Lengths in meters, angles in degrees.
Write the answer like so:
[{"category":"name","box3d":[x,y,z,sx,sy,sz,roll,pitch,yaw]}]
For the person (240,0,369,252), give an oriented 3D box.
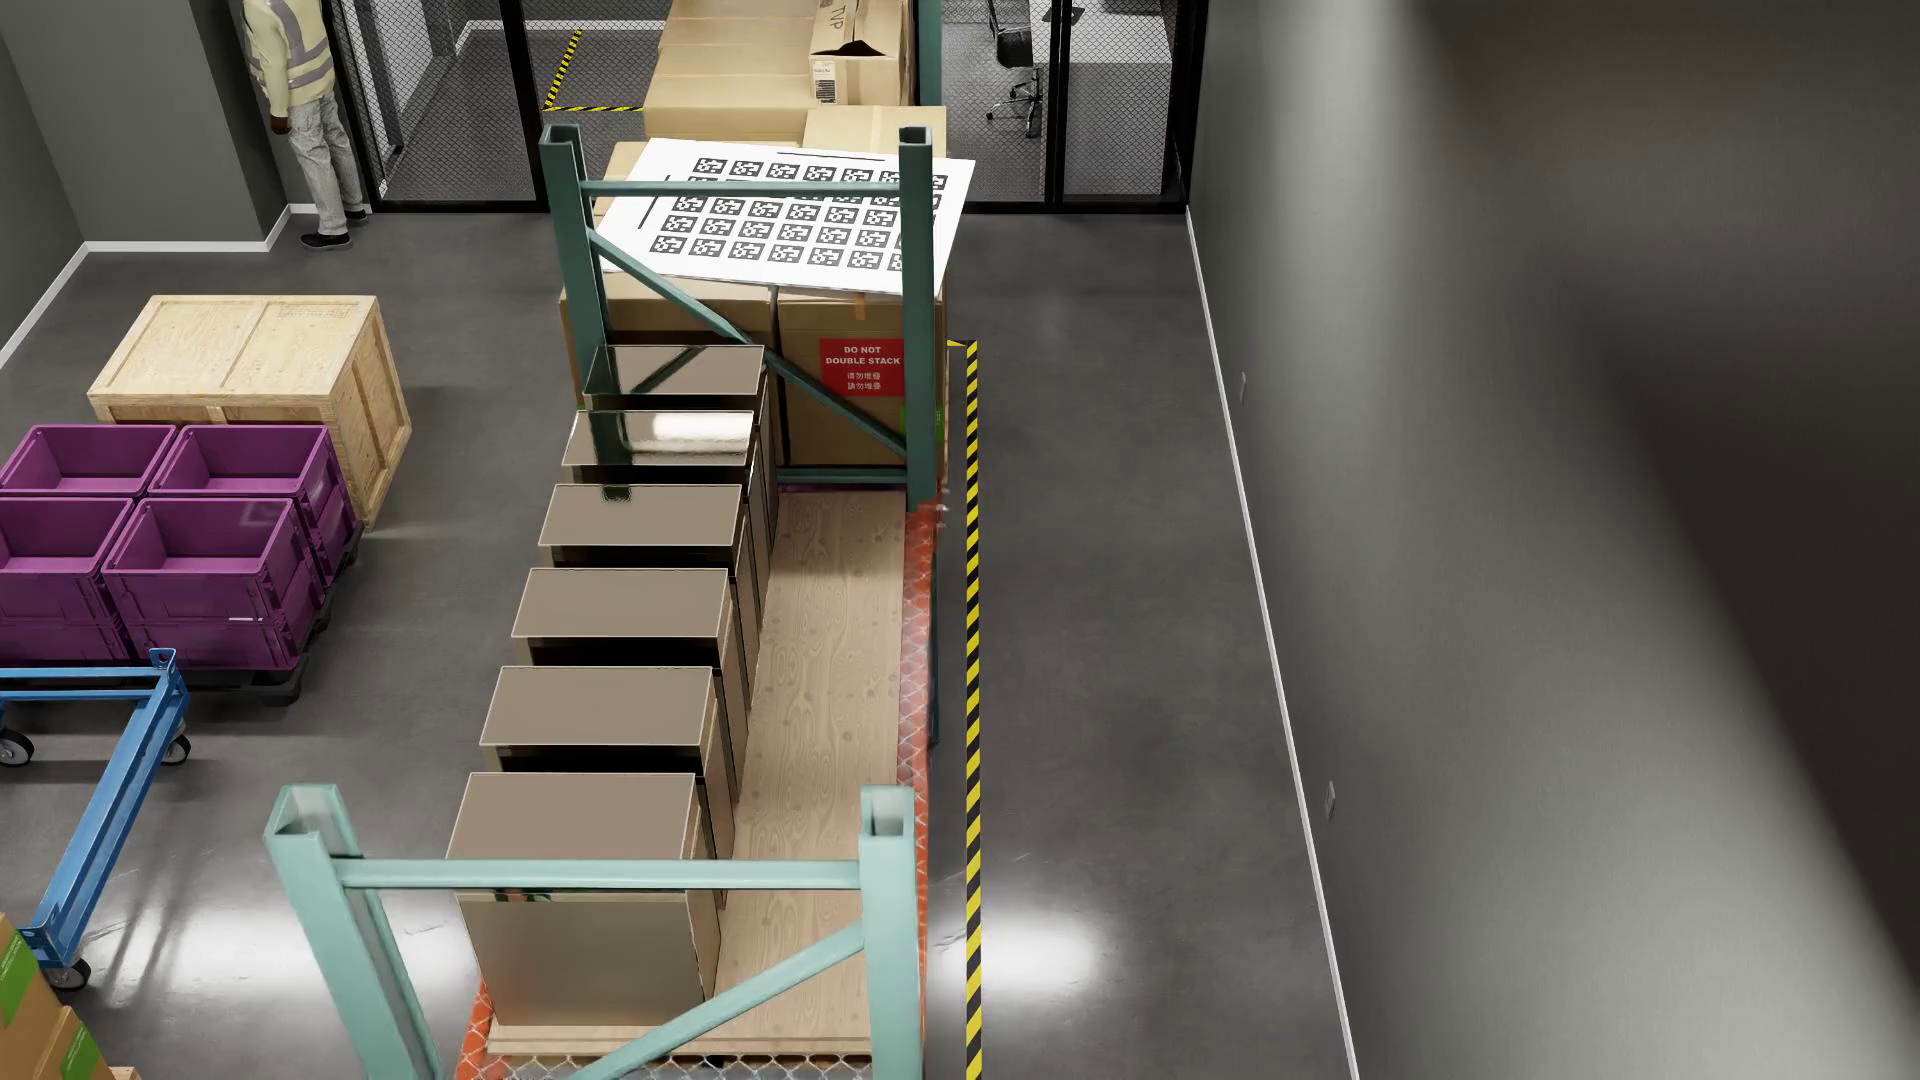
[{"category":"person","box3d":[-3.472,-2.392,8.700,0.403,1.833,0.591,5,41,6]}]
